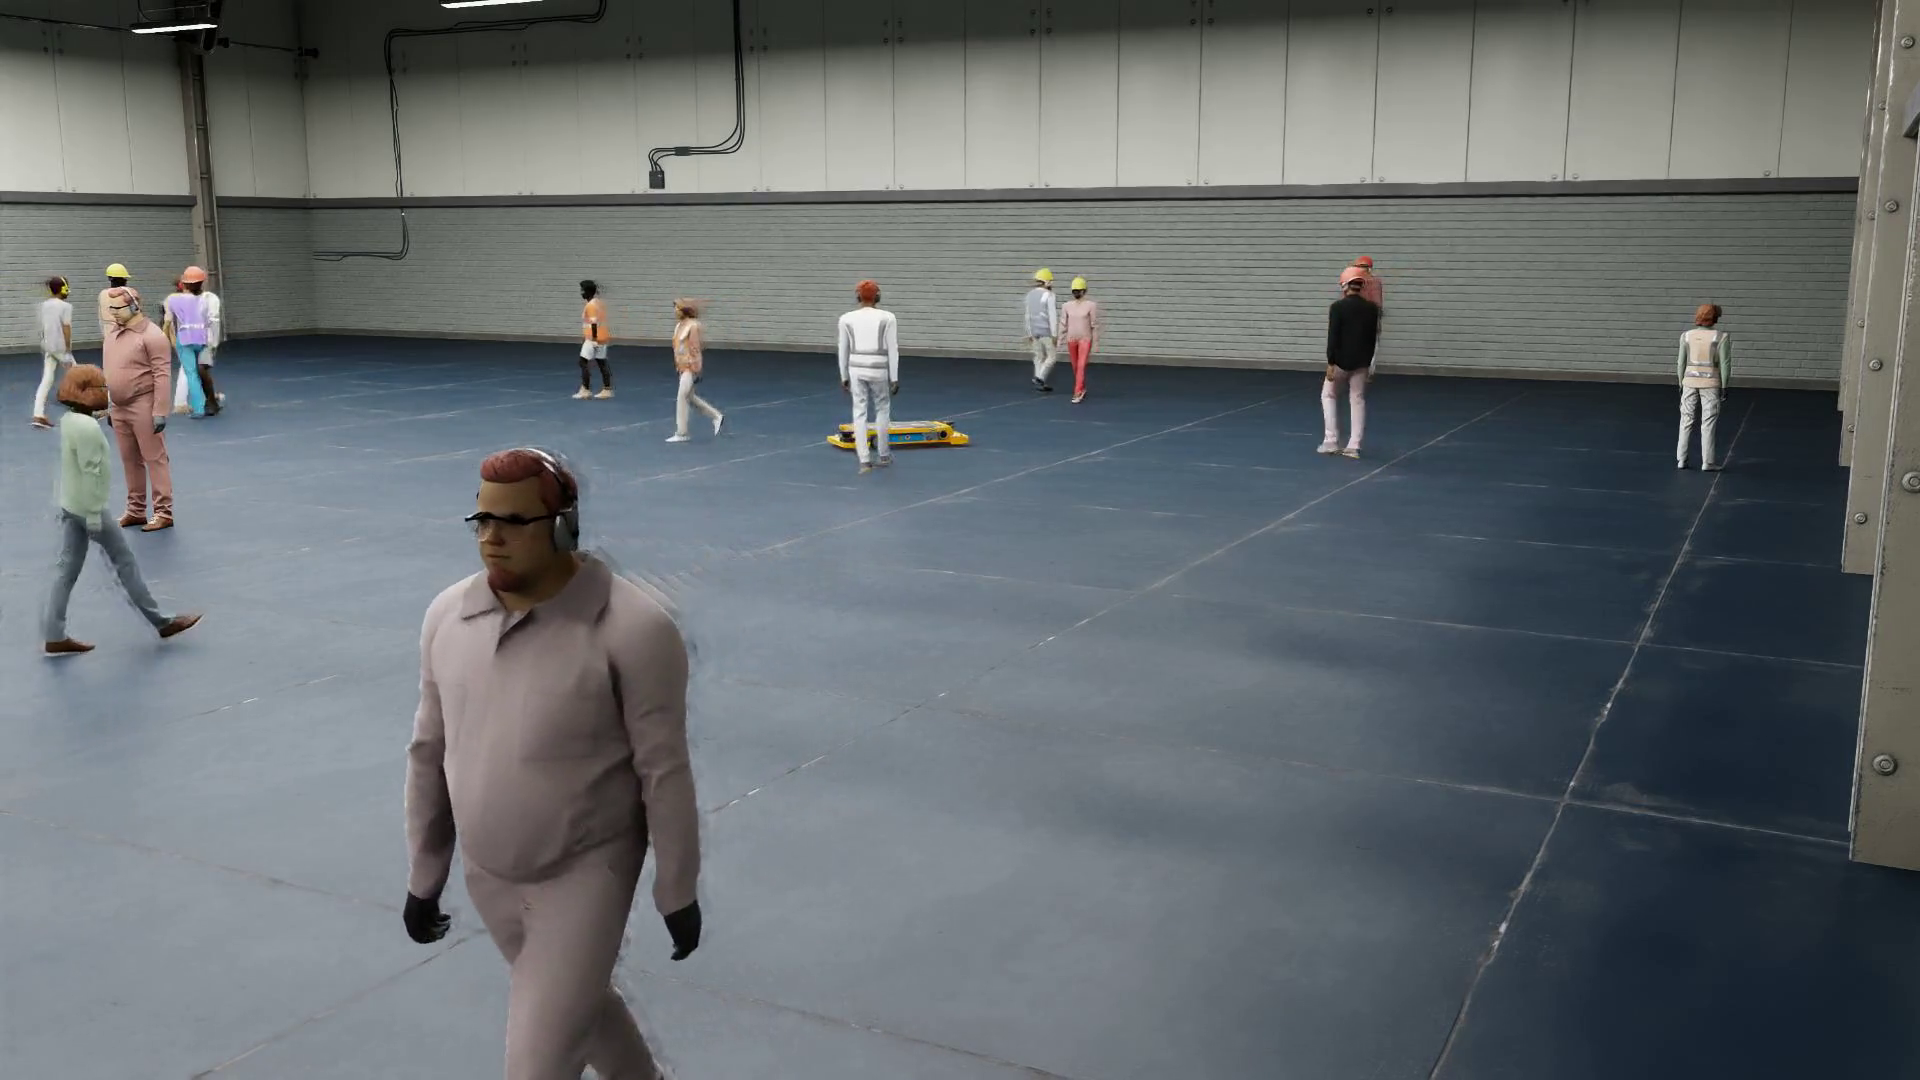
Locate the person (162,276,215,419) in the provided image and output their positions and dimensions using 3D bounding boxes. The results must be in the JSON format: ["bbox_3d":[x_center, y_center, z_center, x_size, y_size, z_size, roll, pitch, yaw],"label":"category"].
[{"bbox_3d":[-9.732,-2.436,20.975,0.890,1.792,0.602,10,14,43],"label":"person"}]

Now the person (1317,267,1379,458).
[{"bbox_3d":[4.022,-1.854,17.353,0.637,1.966,0.679,-4,11,-21],"label":"person"}]

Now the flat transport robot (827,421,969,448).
[{"bbox_3d":[-0.685,-1.161,18.204,1.431,0.197,0.652,-4,11,-19],"label":"flat transport robot"}]

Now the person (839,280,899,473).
[{"bbox_3d":[-0.871,-1.618,16.365,0.612,1.852,0.854,2,10,8],"label":"person"}]

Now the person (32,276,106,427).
[{"bbox_3d":[-10.894,-2.274,20.113,0.535,1.820,1.023,3,11,17],"label":"person"}]

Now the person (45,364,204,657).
[{"bbox_3d":[-4.707,-0.174,9.192,0.825,1.585,0.523,-9,14,-41],"label":"person"}]

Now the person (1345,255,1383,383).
[{"bbox_3d":[6.243,-3.386,25.651,0.654,1.979,0.572,7,13,35],"label":"person"}]

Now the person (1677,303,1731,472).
[{"bbox_3d":[7.251,-1.486,16.243,0.309,1.641,0.514,-9,14,-41],"label":"person"}]

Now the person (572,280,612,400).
[{"bbox_3d":[-5.207,-2.795,23.277,0.663,1.669,0.534,0,10,0],"label":"person"}]

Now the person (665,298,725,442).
[{"bbox_3d":[-2.982,-1.904,18.619,0.684,1.610,0.527,-6,12,-28],"label":"person"}]

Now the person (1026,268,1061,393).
[{"bbox_3d":[1.216,-3.021,24.104,0.415,1.822,0.614,-8,13,-37],"label":"person"}]

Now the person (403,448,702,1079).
[{"bbox_3d":[-0.903,0.714,3.658,0.666,1.865,1.007,5,12,25],"label":"person"}]

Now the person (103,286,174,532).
[{"bbox_3d":[-6.442,-1.018,12.978,0.638,1.903,0.408,5,11,25],"label":"person"}]

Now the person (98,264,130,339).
[{"bbox_3d":[-10.947,-2.628,21.683,0.589,1.927,0.387,6,12,28],"label":"person"}]

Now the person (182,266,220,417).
[{"bbox_3d":[-9.542,-2.481,20.940,0.582,1.903,0.582,4,11,22],"label":"person"}]

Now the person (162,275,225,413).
[{"bbox_3d":[-10.047,-2.573,21.802,0.651,1.775,0.987,4,11,23],"label":"person"}]

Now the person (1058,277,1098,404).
[{"bbox_3d":[1.653,-2.775,23.045,0.541,1.726,0.900,4,11,22],"label":"person"}]
